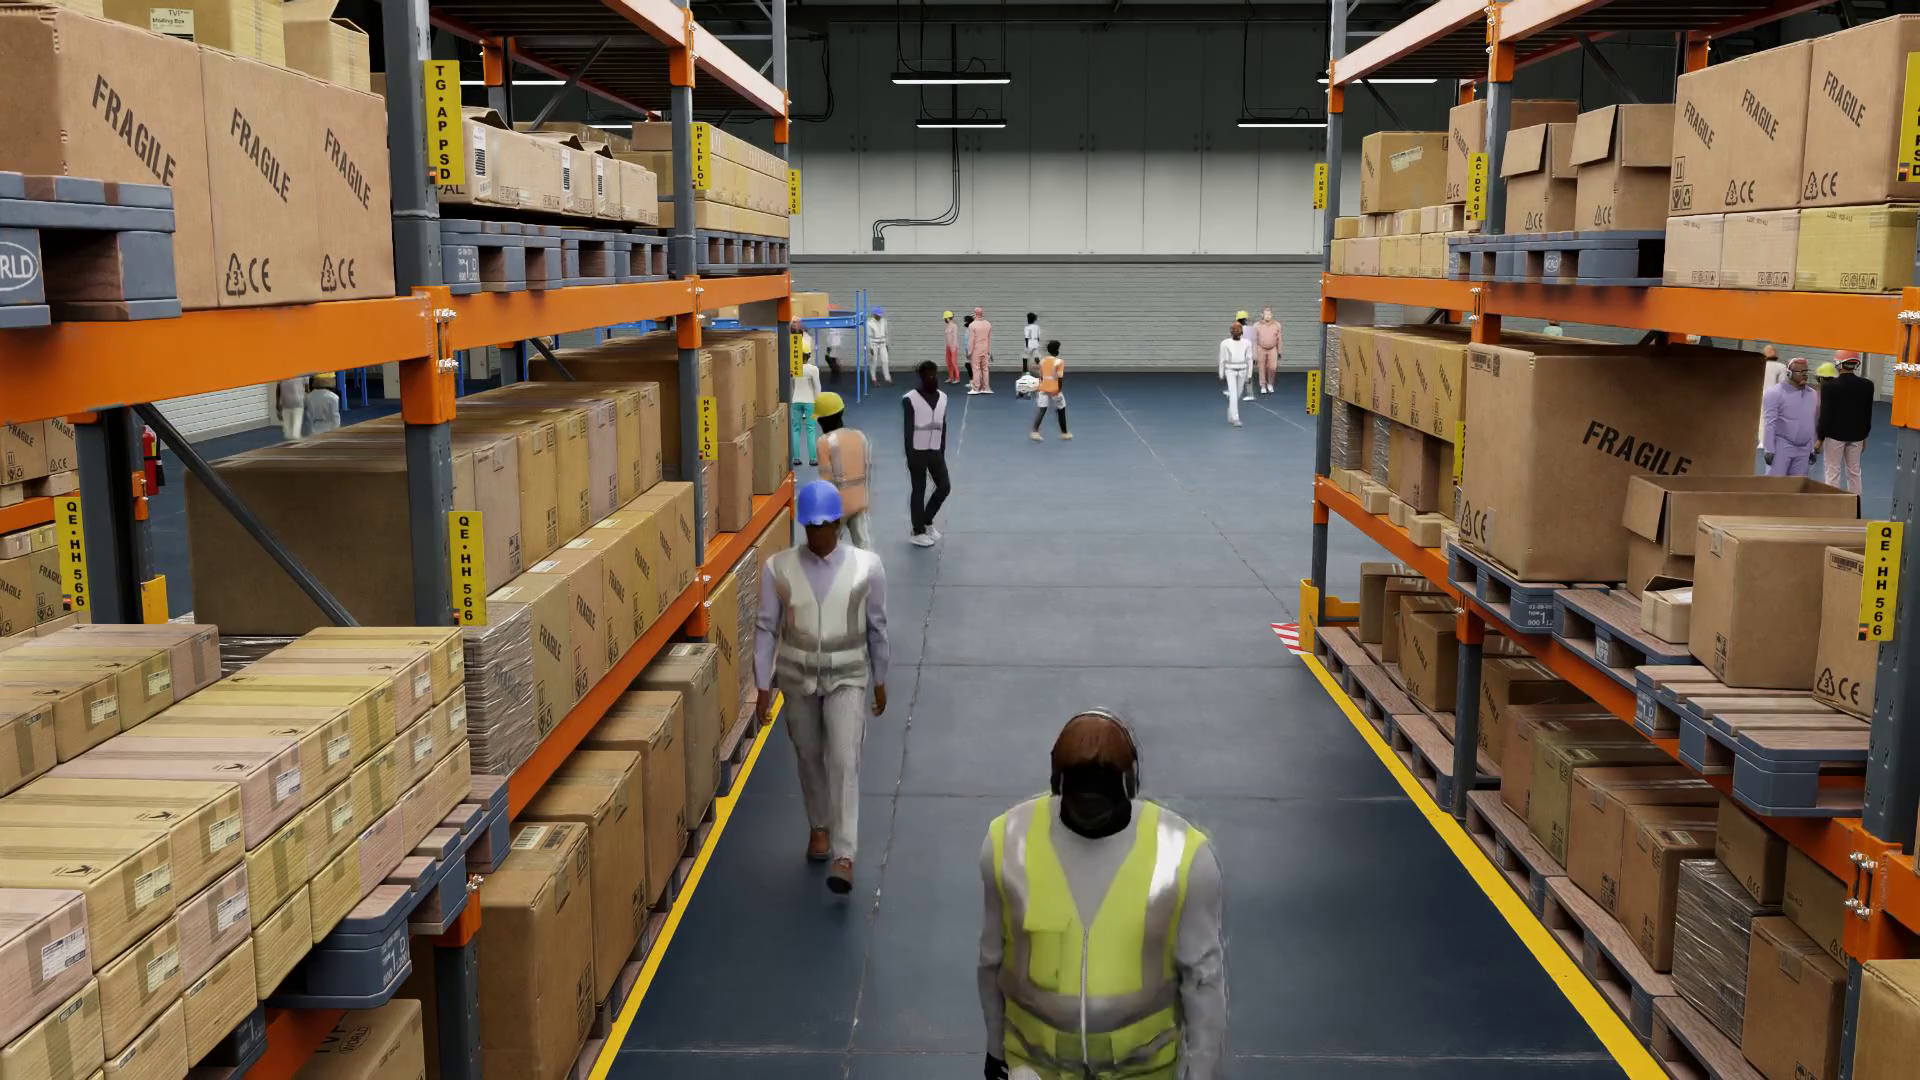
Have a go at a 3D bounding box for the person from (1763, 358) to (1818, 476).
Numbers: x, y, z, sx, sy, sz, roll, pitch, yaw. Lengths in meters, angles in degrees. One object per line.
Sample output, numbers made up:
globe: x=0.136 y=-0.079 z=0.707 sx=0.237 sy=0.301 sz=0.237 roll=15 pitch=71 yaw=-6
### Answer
person: x=8.753 y=-0.962 z=17.508 sx=0.639 sy=1.910 sz=0.406 roll=-3 pitch=10 yaw=-17

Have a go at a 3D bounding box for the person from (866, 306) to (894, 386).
person: x=-1.872 y=-4.521 z=38.912 sx=0.661 sy=1.876 sz=0.912 roll=-6 pitch=11 yaw=-30

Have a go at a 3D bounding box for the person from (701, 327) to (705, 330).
person: x=-4.797 y=-3.067 z=30.319 sx=0.860 sy=1.833 sz=0.565 roll=2 pitch=10 yaw=13

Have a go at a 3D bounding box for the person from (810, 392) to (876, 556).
person: x=-0.997 y=-0.273 z=13.504 sx=0.982 sy=1.857 sz=0.643 roll=8 pitch=12 yaw=40

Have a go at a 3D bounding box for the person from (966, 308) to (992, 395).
person: x=0.392 y=-4.166 z=36.694 sx=0.639 sy=1.911 sz=0.406 roll=-8 pitch=13 yaw=-41

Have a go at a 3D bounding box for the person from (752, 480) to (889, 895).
person: x=-0.658 y=0.671 z=7.763 sx=0.626 sy=1.888 sz=1.023 roll=0 pitch=9 yaw=3

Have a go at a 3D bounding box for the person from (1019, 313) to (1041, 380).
person: x=1.811 y=-4.777 z=41.051 sx=0.532 sy=1.665 sz=0.829 roll=-8 pitch=13 yaw=-41

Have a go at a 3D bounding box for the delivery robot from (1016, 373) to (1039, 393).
delivery robot: x=1.458 y=-3.356 z=35.738 sx=0.477 sy=0.478 sz=0.707 roll=3 pitch=10 yaw=19

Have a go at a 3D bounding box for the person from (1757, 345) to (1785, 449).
person: x=12.642 y=-2.252 z=26.159 sx=0.513 sy=1.597 sz=0.806 roll=2 pitch=10 yaw=14

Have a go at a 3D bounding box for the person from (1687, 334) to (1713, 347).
person: x=15.275 y=-3.848 z=34.522 sx=0.696 sy=2.000 sz=1.031 roll=-9 pitch=13 yaw=-42

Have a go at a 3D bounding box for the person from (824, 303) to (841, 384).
person: x=-3.101 y=-4.722 z=39.987 sx=0.533 sy=1.917 sz=0.576 roll=0 pitch=9 yaw=2

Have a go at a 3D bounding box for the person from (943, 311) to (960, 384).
person: x=-0.226 y=-4.620 z=39.899 sx=0.387 sy=1.748 sz=0.526 roll=-5 pitch=11 yaw=-27

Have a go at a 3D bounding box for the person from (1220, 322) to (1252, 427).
person: x=4.931 y=-2.991 z=29.856 sx=0.584 sy=1.854 sz=0.907 roll=-2 pitch=10 yaw=-9

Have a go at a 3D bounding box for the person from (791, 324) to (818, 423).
person: x=-2.977 y=-2.995 z=30.019 sx=0.955 sy=1.794 sz=0.641 roll=-1 pitch=10 yaw=-6

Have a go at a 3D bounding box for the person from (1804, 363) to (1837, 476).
person: x=10.149 y=-1.216 z=19.575 sx=0.551 sy=1.713 sz=0.908 roll=0 pitch=9 yaw=-1

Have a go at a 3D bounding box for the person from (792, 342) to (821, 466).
person: x=-2.227 y=-1.954 z=23.865 sx=0.525 sy=1.772 sz=0.306 roll=4 pitch=10 yaw=21

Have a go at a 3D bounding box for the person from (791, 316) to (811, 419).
person: x=-3.038 y=-3.178 z=30.782 sx=0.407 sy=1.910 sz=0.639 roll=5 pitch=11 yaw=27

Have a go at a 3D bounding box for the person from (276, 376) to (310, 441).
person: x=-9.147 y=-1.829 z=22.902 sx=0.516 sy=1.851 sz=0.725 roll=1 pitch=10 yaw=8

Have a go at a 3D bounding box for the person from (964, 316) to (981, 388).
person: x=0.281 y=-4.357 z=38.504 sx=0.378 sy=1.671 sz=0.541 roll=-2 pitch=10 yaw=-12

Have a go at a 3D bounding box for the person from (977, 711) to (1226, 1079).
person: x=0.359 y=1.301 z=4.293 sx=0.639 sy=1.801 sz=0.944 roll=2 pitch=10 yaw=9

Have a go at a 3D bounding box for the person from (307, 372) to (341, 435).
person: x=-7.295 y=-1.155 z=19.173 sx=0.491 sy=1.731 sz=0.374 roll=4 pitch=10 yaw=21

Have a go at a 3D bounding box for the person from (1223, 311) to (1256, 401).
person: x=5.915 y=-3.889 z=35.130 sx=0.610 sy=1.870 sz=0.977 roll=-7 pitch=12 yaw=-37

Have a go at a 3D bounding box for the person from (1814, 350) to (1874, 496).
person: x=9.694 y=-1.135 z=18.280 sx=0.609 sy=1.996 sz=0.383 roll=-1 pitch=10 yaw=-5

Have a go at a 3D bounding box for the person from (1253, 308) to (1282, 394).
person: x=6.795 y=-4.185 z=36.844 sx=0.679 sy=1.890 sz=0.462 roll=1 pitch=10 yaw=5

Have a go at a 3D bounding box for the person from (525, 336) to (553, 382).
person: x=-5.581 y=-1.809 z=22.488 sx=0.631 sy=1.940 sz=0.372 roll=2 pitch=10 yaw=11

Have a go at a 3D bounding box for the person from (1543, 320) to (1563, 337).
person: x=14.228 y=-4.568 z=39.926 sx=0.266 sy=1.631 sz=0.507 roll=-8 pitch=12 yaw=-40

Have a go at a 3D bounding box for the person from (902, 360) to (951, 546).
person: x=-0.355 y=-0.895 z=17.124 sx=0.608 sy=1.905 sz=0.448 roll=-8 pitch=13 yaw=-41

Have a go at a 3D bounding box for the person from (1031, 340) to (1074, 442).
person: x=1.479 y=-2.422 z=27.040 sx=0.537 sy=1.646 sz=0.885 roll=8 pitch=13 yaw=42

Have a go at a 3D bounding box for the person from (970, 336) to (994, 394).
person: x=0.483 y=-4.082 z=37.096 sx=0.773 sy=1.613 sz=0.521 roll=8 pitch=12 yaw=40
